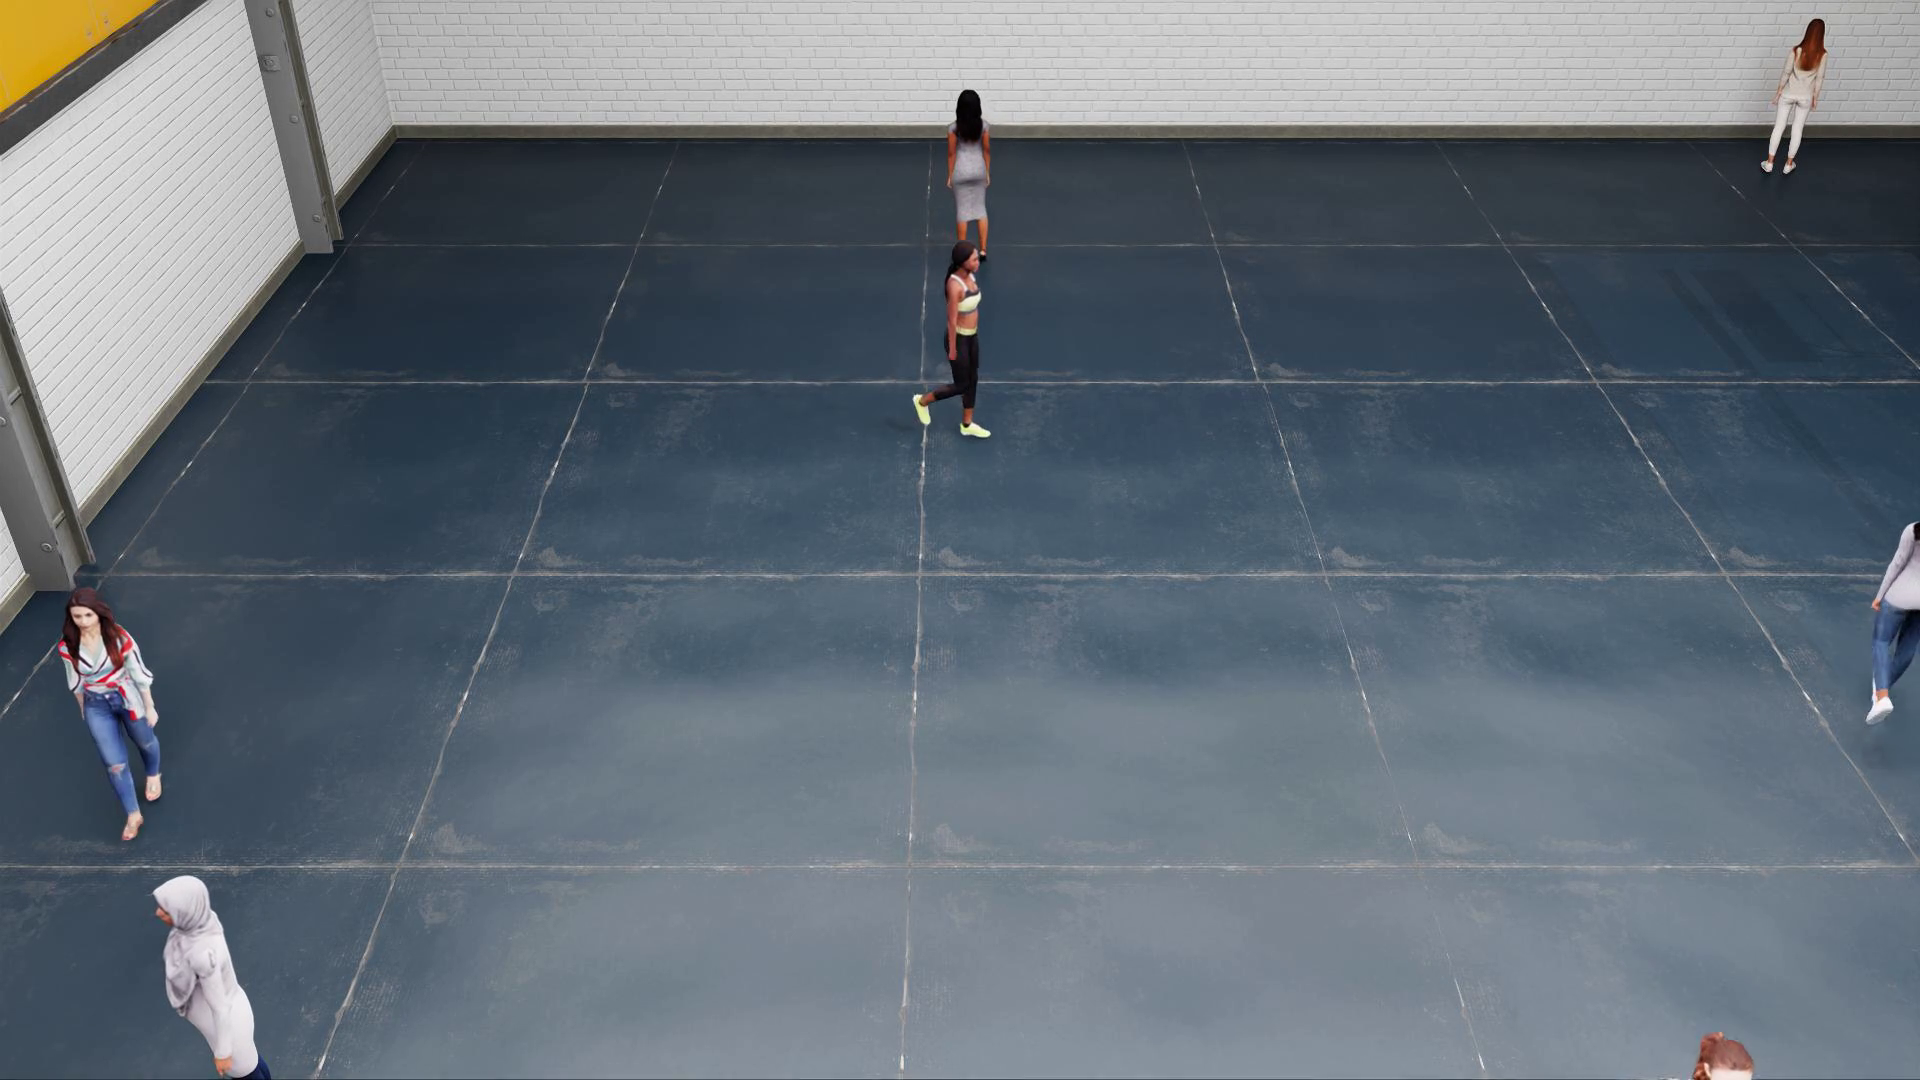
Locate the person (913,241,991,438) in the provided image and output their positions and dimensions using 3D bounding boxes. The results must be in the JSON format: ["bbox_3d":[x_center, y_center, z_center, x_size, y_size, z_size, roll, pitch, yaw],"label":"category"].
[{"bbox_3d":[-0.070,-1.620,13.522,0.834,1.738,0.905,13,36,18],"label":"person"}]

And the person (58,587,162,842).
[{"bbox_3d":[-4.977,0.917,9.841,0.765,1.588,0.943,-9,35,-13],"label":"person"}]

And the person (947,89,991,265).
[{"bbox_3d":[0.094,-3.576,16.427,0.628,1.781,0.590,-7,34,-10],"label":"person"}]

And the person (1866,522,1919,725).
[{"bbox_3d":[6.003,0.436,10.448,0.836,1.717,1.048,12,36,18],"label":"person"}]

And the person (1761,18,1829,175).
[{"bbox_3d":[9.334,-4.945,18.549,0.678,1.711,0.662,13,36,18],"label":"person"}]

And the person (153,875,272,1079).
[{"bbox_3d":[-3.404,2.222,7.709,0.749,1.775,0.637,-18,38,-25],"label":"person"}]
